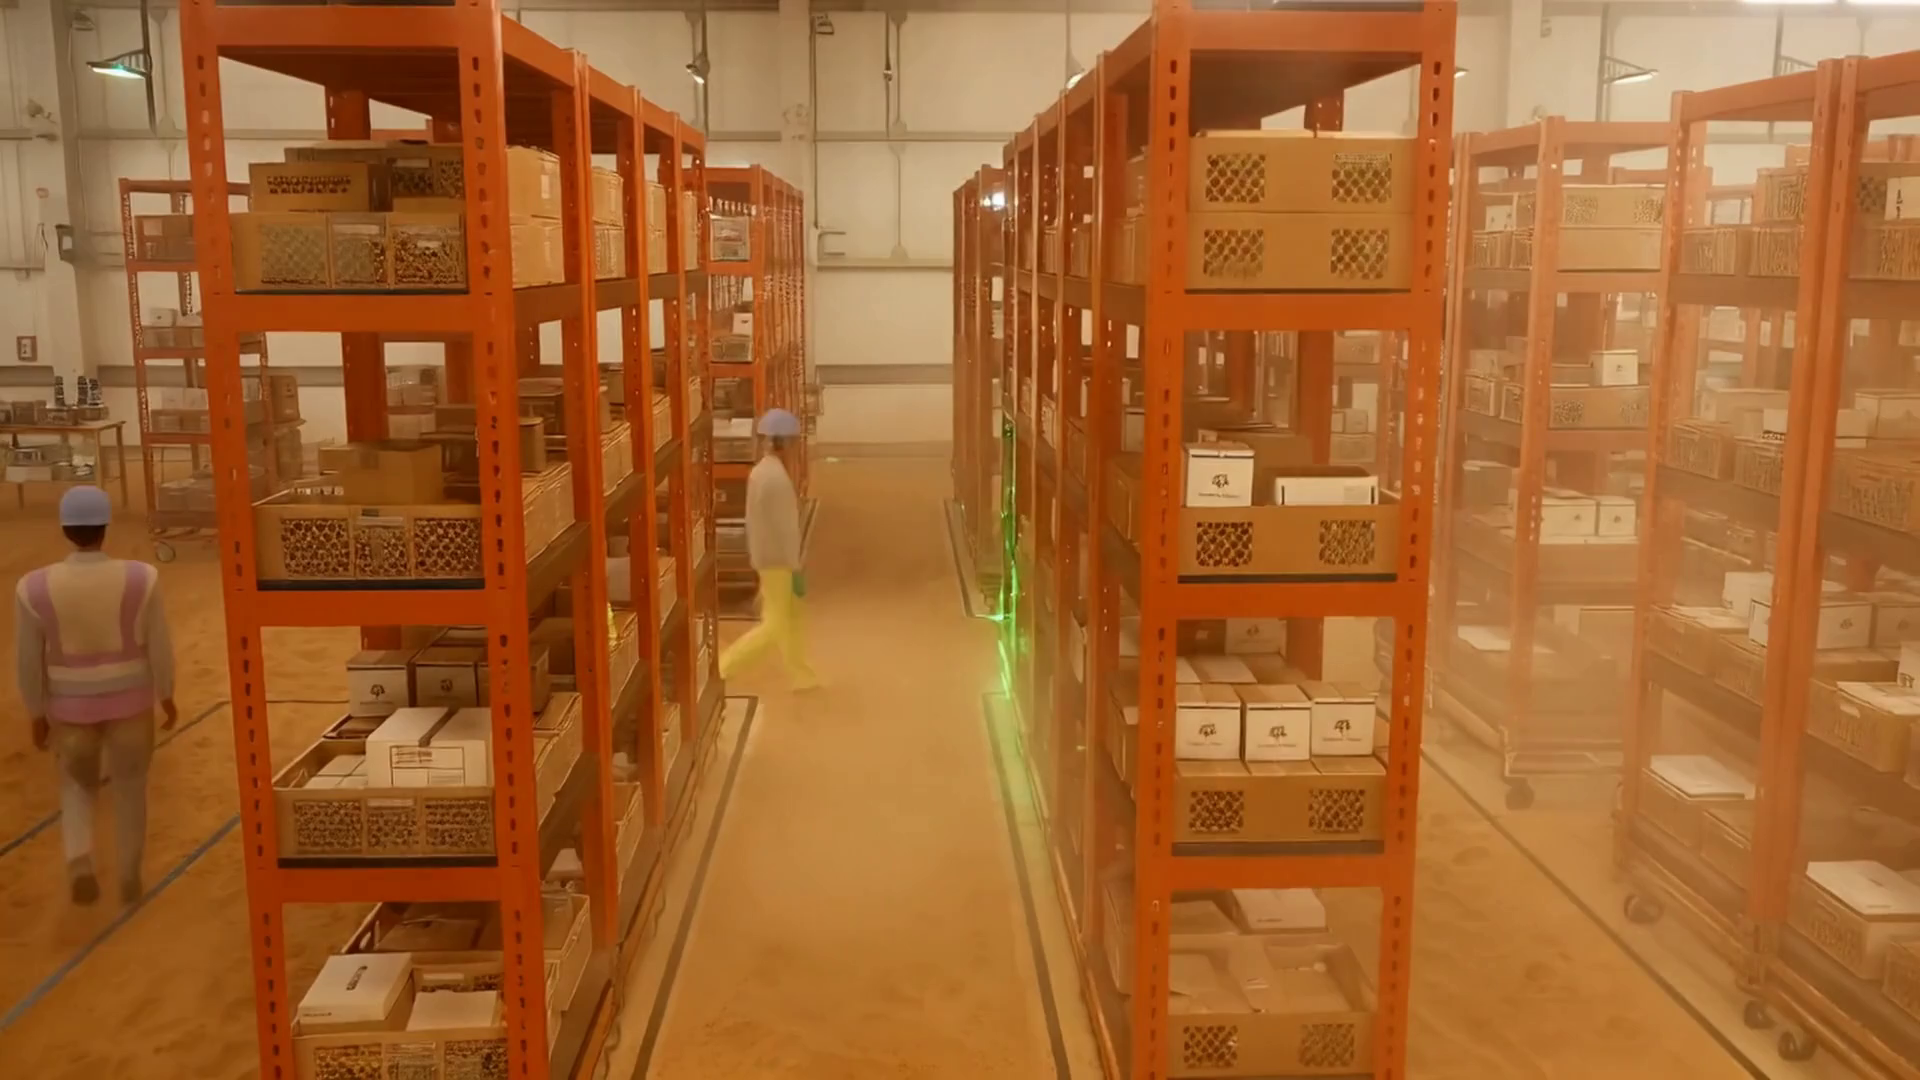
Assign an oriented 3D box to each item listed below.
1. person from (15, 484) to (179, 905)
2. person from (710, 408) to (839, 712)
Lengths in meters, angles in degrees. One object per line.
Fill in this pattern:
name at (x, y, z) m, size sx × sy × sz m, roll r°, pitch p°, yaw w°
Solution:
person at (-3.827, 0.714, 7.423) m, size 0.614 × 1.932 × 0.483 m, roll -4°, pitch 11°, yaw -20°
person at (-1.247, 0.135, 10.651) m, size 0.892 × 1.964 × 0.616 m, roll -3°, pitch 10°, yaw -15°
